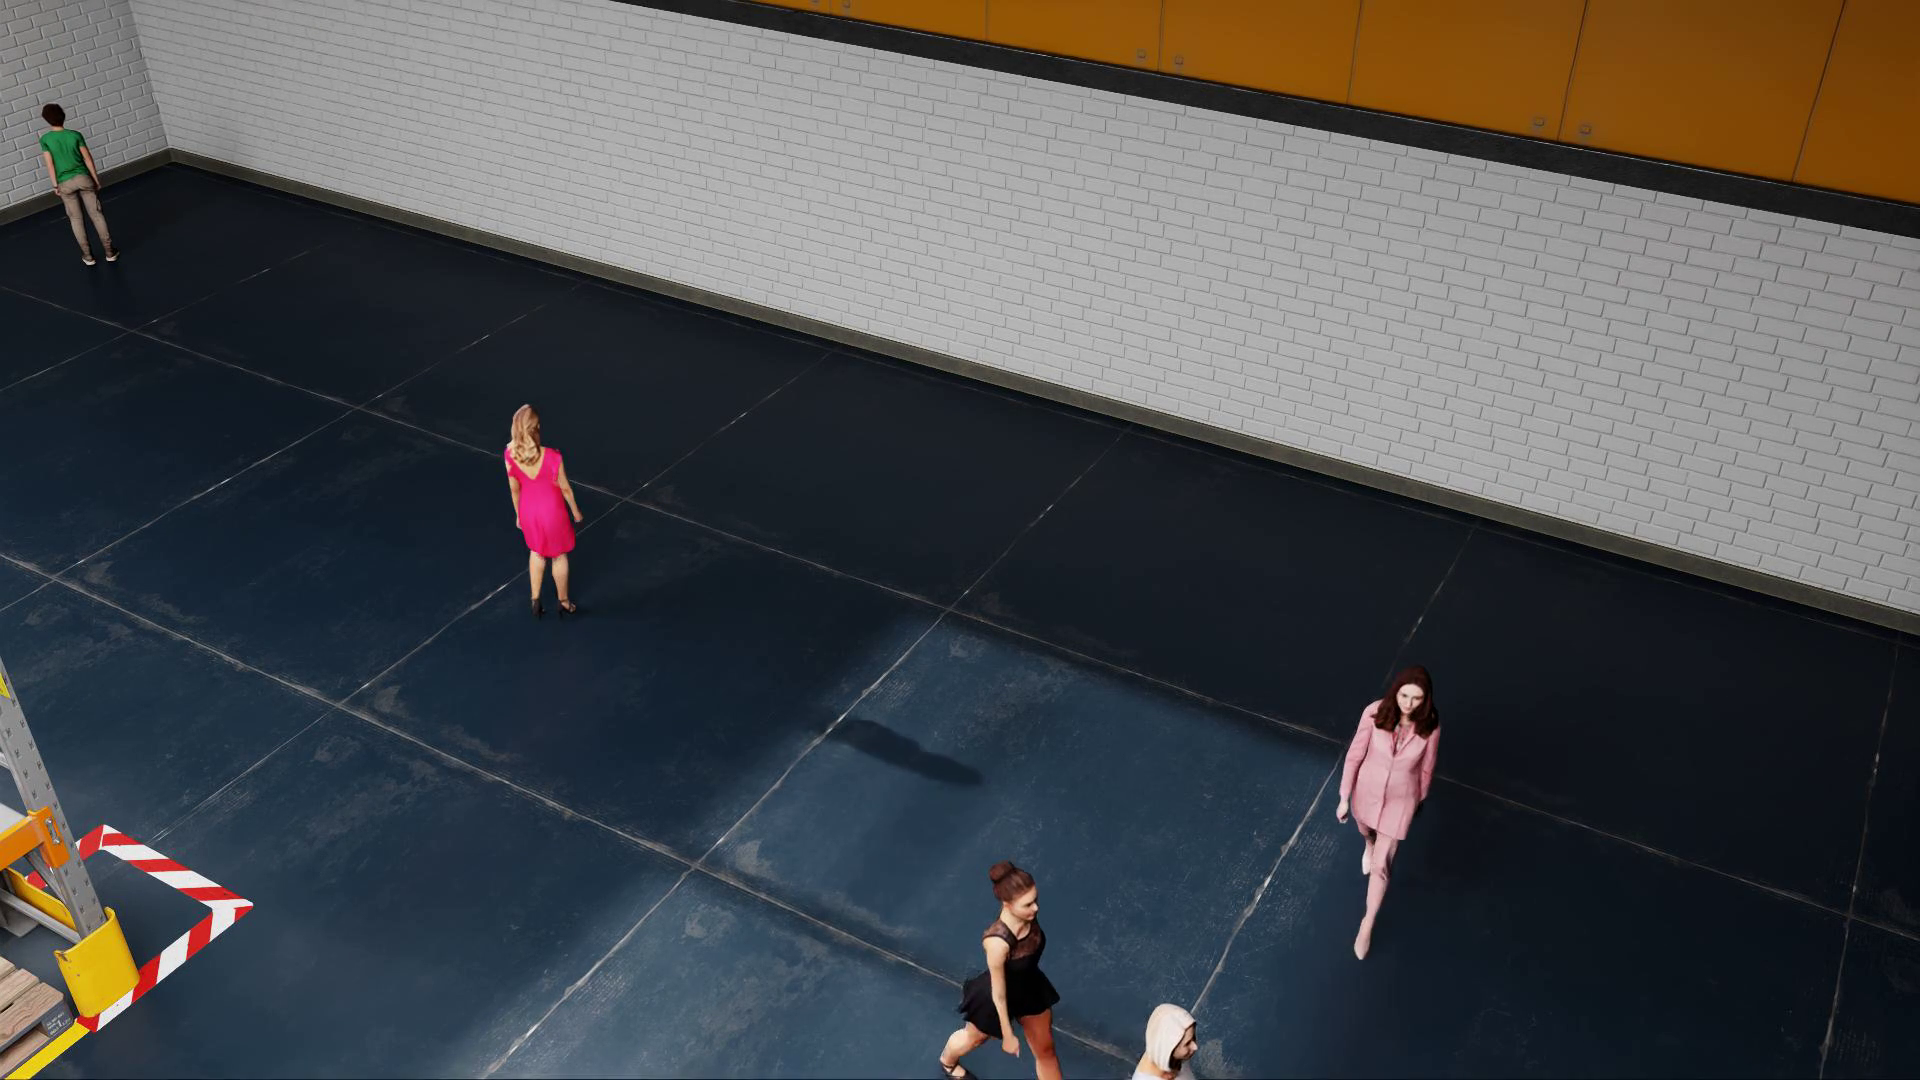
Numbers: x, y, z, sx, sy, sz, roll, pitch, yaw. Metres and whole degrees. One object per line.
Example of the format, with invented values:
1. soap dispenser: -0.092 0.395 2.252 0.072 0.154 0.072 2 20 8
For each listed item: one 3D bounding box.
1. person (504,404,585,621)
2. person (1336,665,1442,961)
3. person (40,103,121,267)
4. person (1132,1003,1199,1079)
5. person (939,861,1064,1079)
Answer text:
1. person: -2.885 -0.136 11.460 0.677 1.723 0.686 7 34 10
2. person: 2.342 1.366 9.169 0.696 1.759 1.153 13 36 19
3. person: -8.877 -3.580 16.706 0.624 1.650 0.720 -16 37 -23
4. person: 0.783 2.635 7.282 0.677 1.734 0.894 14 36 20
5. person: 0.163 2.189 8.053 0.665 1.623 1.065 19 38 26
